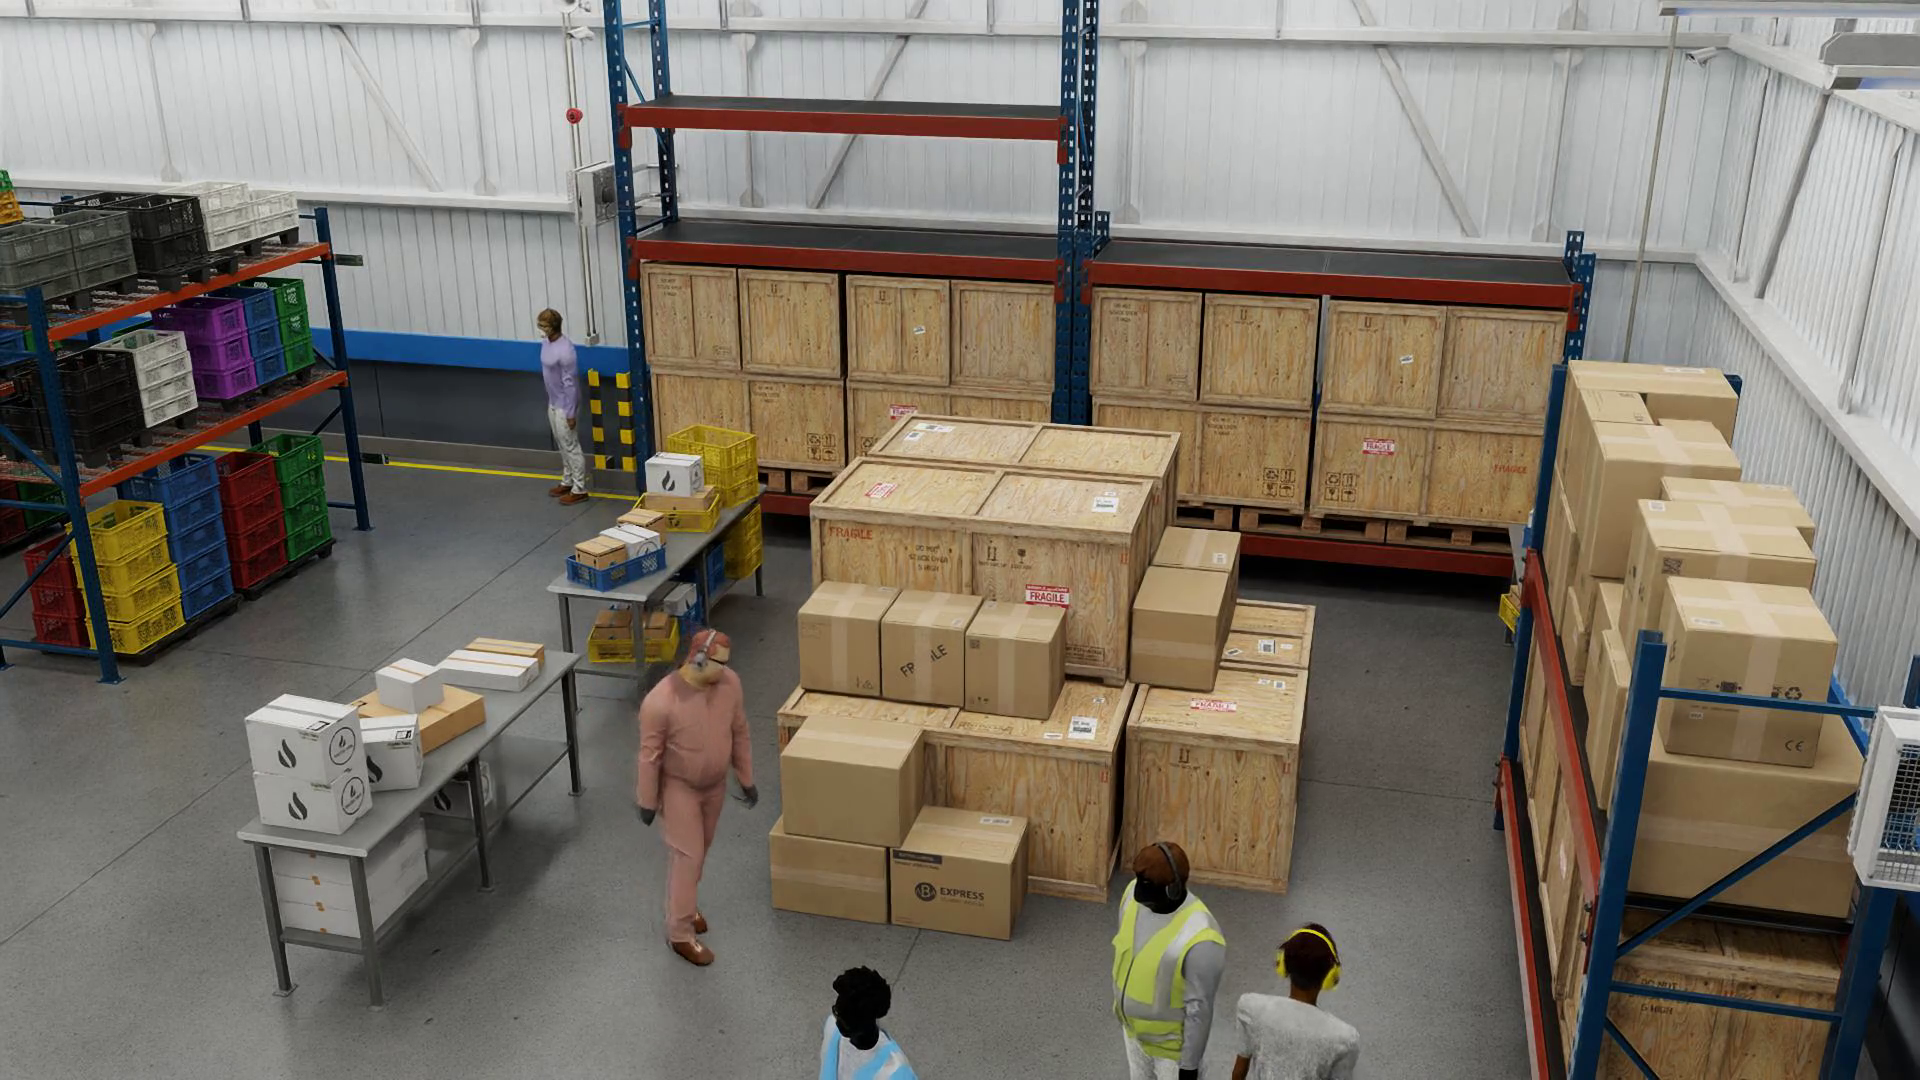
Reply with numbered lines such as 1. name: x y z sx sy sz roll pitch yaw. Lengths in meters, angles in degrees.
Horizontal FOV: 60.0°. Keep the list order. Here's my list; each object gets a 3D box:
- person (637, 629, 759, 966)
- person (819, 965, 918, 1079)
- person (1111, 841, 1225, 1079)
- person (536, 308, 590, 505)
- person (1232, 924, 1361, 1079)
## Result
1. person: -1.405 1.378 9.191 0.716 1.866 0.671 16 26 37
2. person: -0.380 2.439 6.644 0.318 1.697 0.535 -18 28 -39
3. person: 0.872 2.128 7.278 0.432 1.836 0.618 -11 24 -27
4. person: -3.849 -1.301 16.112 0.379 1.931 0.648 -11 24 -27
5. person: 1.313 2.361 6.633 0.523 1.856 0.342 11 23 26
